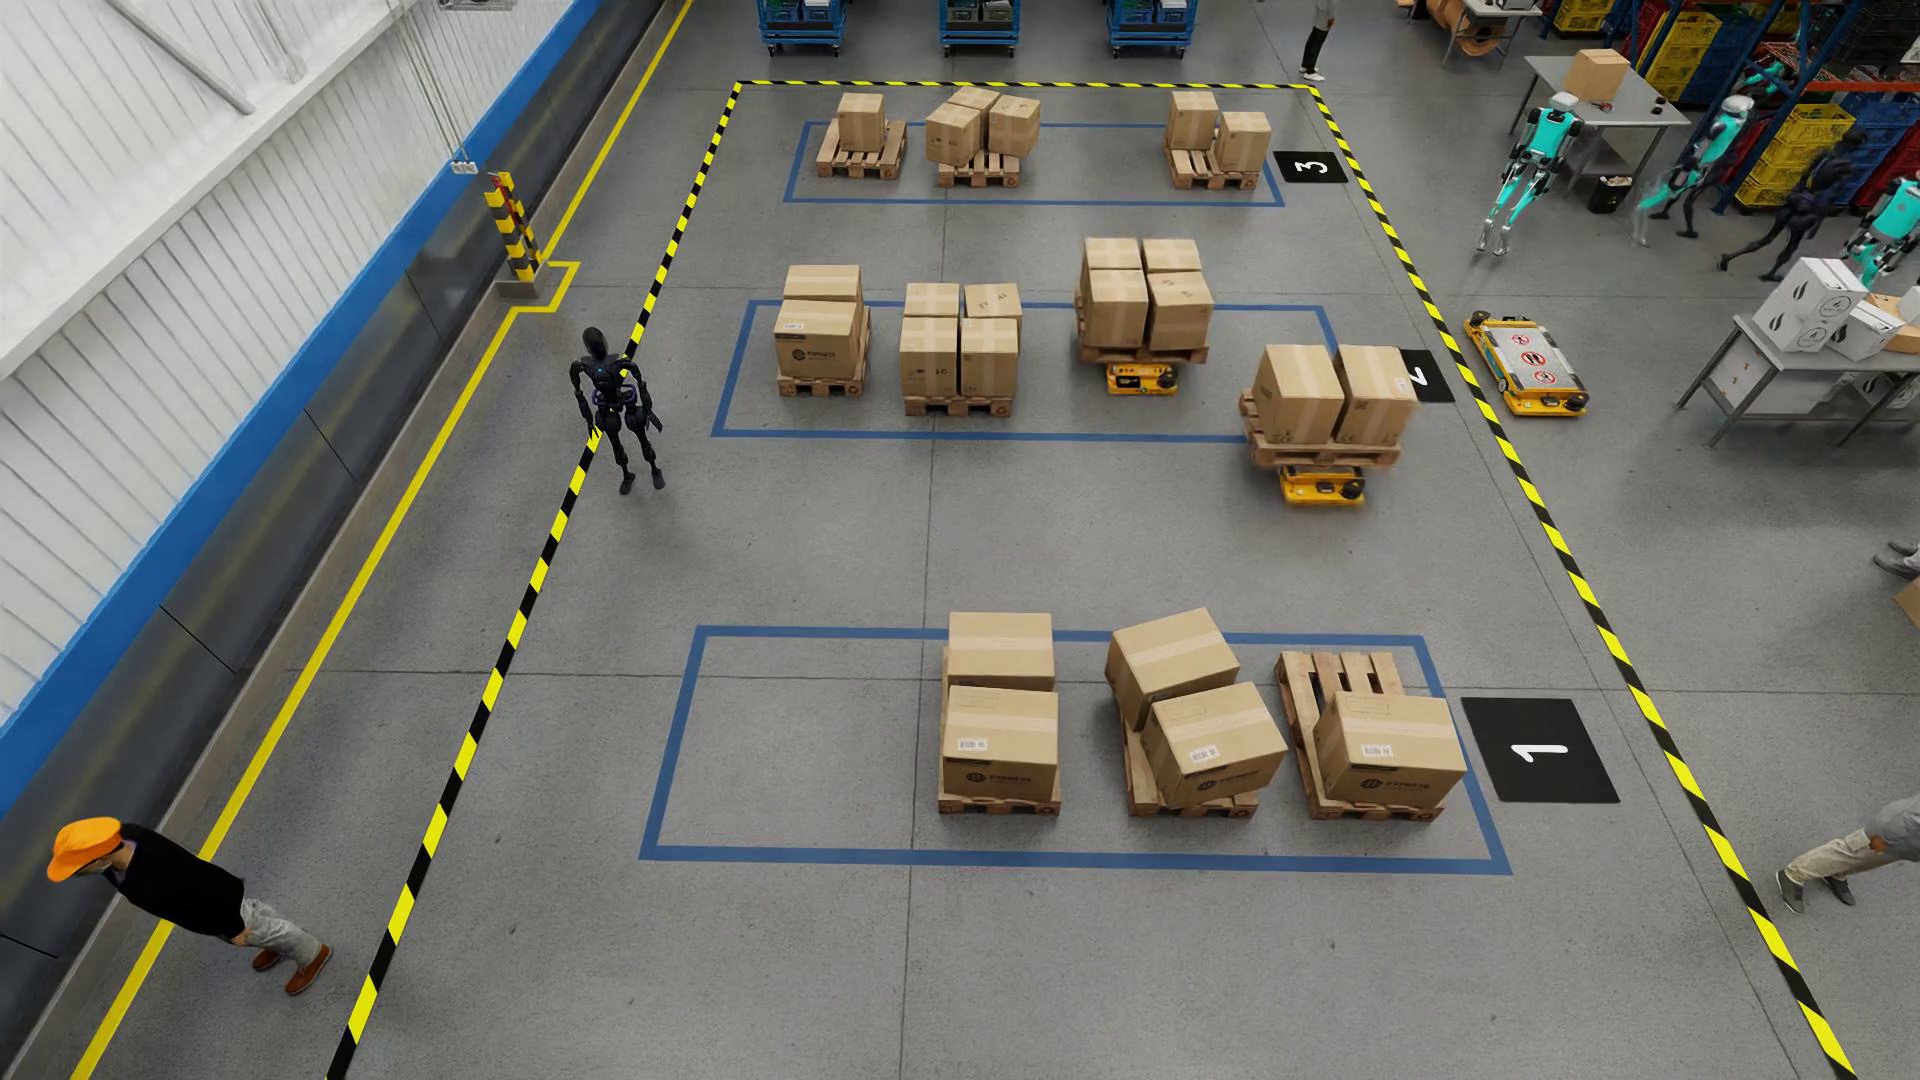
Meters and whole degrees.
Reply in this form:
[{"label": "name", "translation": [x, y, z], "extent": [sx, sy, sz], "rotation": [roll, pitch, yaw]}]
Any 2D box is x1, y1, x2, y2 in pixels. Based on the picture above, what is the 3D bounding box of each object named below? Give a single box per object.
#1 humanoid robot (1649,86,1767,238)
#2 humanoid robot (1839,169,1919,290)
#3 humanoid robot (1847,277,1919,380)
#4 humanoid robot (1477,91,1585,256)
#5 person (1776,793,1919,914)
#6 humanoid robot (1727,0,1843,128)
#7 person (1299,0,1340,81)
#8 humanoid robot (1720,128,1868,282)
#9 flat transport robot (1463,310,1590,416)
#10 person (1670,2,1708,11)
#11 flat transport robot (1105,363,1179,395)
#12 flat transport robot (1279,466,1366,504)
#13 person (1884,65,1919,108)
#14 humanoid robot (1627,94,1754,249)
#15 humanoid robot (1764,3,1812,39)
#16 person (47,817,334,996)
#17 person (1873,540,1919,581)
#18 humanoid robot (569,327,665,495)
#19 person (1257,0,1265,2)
[{"label": "humanoid robot", "translation": [8.441, -4.238, 10.298], "extent": [0.498, 1.640, 0.609], "rotation": [17, 51, 14]}, {"label": "humanoid robot", "translation": [9.076, -2.828, 9.017], "extent": [0.896, 1.770, 0.538], "rotation": [-13, 50, -11]}, {"label": "humanoid robot", "translation": [8.910, -2.031, 8.322], "extent": [0.727, 1.768, 0.537], "rotation": [-11, 50, -9]}, {"label": "humanoid robot", "translation": [5.981, -3.818, 9.778], "extent": [0.735, 1.677, 0.533], "rotation": [-37, 58, -27]}, {"label": "person", "translation": [5.382, 1.624, 5.135], "extent": [0.572, 1.766, 0.397], "rotation": [-5, 49, -4]}, {"label": "humanoid robot", "translation": [10.471, -6.076, 11.833], "extent": [0.876, 1.769, 0.533], "rotation": [1, 49, 1]}, {"label": "person", "translation": [5.257, -7.558, 13.028], "extent": [0.397, 1.852, 0.589], "rotation": [2, 49, 2]}, {"label": "humanoid robot", "translation": [8.811, -3.489, 9.642], "extent": [0.657, 1.640, 0.587], "rotation": [2, 49, 1]}, {"label": "flat transport robot", "translation": [5.573, -1.757, 9.054], "extent": [0.659, 0.231, 1.431], "rotation": [1, 49, 1]}, {"label": "person", "translation": [10.702, -7.988, 13.325], "extent": [0.368, 1.966, 0.602], "rotation": [-5, 49, -4]}, {"label": "flat transport robot", "translation": [1.777, -2.002, 9.248], "extent": [0.652, 0.197, 1.431], "rotation": [1, 49, 1]}, {"label": "flat transport robot", "translation": [3.153, -0.908, 8.301], "extent": [0.652, 0.197, 1.431], "rotation": [1, 49, 1]}, {"label": "person", "translation": [12.952, -6.404, 12.057], "extent": [0.553, 1.805, 0.613], "rotation": [-11, 50, -10]}, {"label": "humanoid robot", "translation": [7.834, -4.012, 10.066], "extent": [0.563, 1.839, 0.665], "rotation": [-23, 53, -18]}, {"label": "humanoid robot", "translation": [12.421, -8.099, 13.620], "extent": [0.604, 1.652, 0.525], "rotation": [5, 49, 4]}, {"label": "person", "translation": [-3.970, 1.921, 4.802], "extent": [0.590, 1.883, 0.371], "rotation": [23, 53, 19]}, {"label": "person", "translation": [7.744, -0.430, 6.804], "extent": [0.602, 1.939, 0.412], "rotation": [-30, 55, -23]}, {"label": "humanoid robot", "translation": [-2.774, -1.038, 7.490], "extent": [0.599, 1.657, 0.315], "rotation": [-7, 50, -6]}, {"label": "person", "translation": [5.048, -9.937, 15.032], "extent": [0.633, 1.938, 0.368], "rotation": [20, 52, 17]}]
